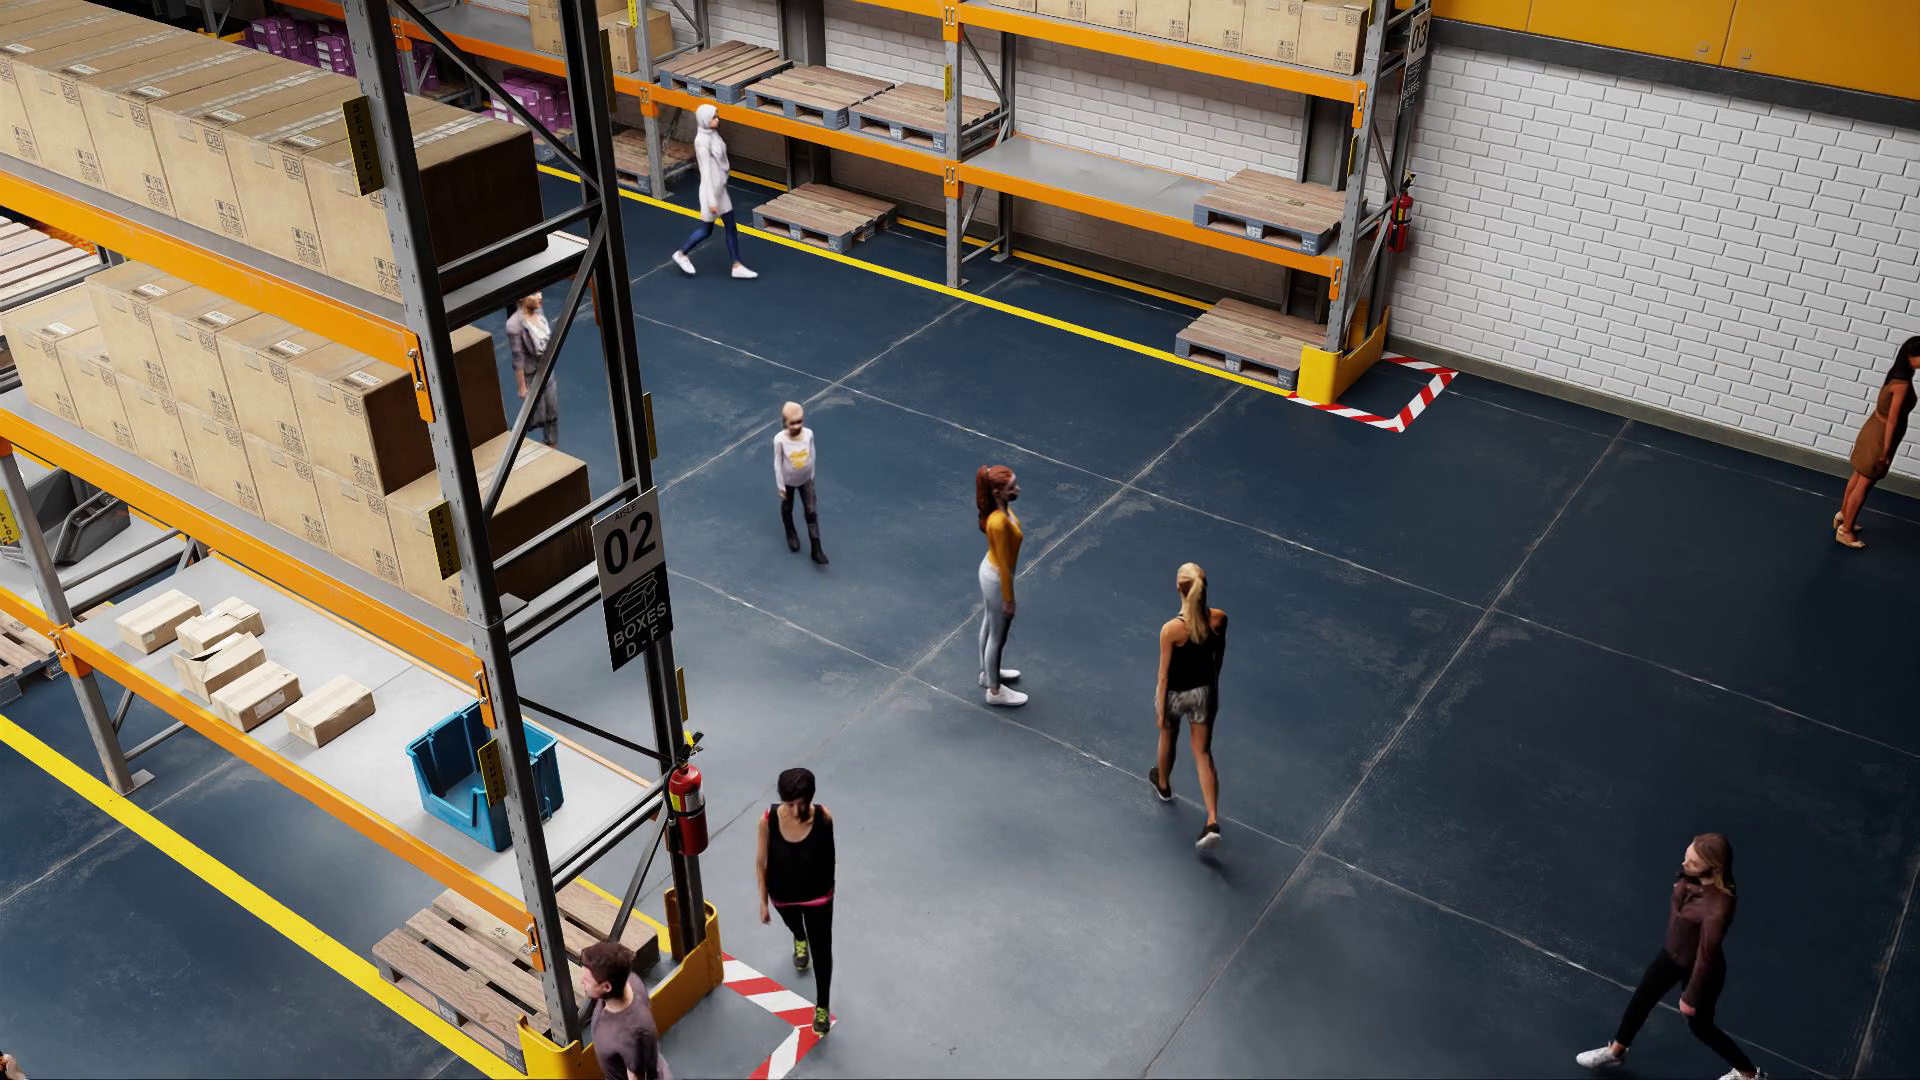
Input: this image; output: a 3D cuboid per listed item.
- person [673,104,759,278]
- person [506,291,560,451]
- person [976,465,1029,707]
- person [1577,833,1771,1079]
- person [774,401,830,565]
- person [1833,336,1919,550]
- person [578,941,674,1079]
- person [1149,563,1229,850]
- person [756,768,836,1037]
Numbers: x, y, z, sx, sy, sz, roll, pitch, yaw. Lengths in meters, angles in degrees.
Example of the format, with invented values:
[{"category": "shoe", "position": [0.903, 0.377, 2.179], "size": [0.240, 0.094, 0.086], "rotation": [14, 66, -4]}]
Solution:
[{"category": "person", "position": [-2.482, -3.358, 16.198], "size": [1.176, 1.747, 0.902], "rotation": [7, 34, 11]}, {"category": "person", "position": [-3.433, -1.296, 13.171], "size": [0.852, 1.663, 0.721], "rotation": [12, 35, 17]}, {"category": "person", "position": [0.241, 0.279, 10.723], "size": [0.735, 1.751, 0.687], "rotation": [-3, 34, -4]}, {"category": "person", "position": [3.655, 2.091, 8.074], "size": [1.217, 1.665, 0.995], "rotation": [5, 34, 8]}, {"category": "person", "position": [-1.240, -0.476, 12.304], "size": [0.745, 1.258, 0.880], "rotation": [-12, 35, -17]}, {"category": "person", "position": [6.812, -0.739, 12.313], "size": [0.563, 1.686, 0.592], "rotation": [14, 36, 19]}, {"category": "person", "position": [-1.345, 2.437, 7.396], "size": [0.960, 1.839, 0.871], "rotation": [-15, 36, -21]}, {"category": "person", "position": [1.363, 0.957, 9.642], "size": [1.067, 1.817, 1.161], "rotation": [-7, 34, -11]}, {"category": "person", "position": [-0.852, 1.752, 8.720], "size": [0.995, 1.515, 0.980], "rotation": [-1, 34, -1]}]
